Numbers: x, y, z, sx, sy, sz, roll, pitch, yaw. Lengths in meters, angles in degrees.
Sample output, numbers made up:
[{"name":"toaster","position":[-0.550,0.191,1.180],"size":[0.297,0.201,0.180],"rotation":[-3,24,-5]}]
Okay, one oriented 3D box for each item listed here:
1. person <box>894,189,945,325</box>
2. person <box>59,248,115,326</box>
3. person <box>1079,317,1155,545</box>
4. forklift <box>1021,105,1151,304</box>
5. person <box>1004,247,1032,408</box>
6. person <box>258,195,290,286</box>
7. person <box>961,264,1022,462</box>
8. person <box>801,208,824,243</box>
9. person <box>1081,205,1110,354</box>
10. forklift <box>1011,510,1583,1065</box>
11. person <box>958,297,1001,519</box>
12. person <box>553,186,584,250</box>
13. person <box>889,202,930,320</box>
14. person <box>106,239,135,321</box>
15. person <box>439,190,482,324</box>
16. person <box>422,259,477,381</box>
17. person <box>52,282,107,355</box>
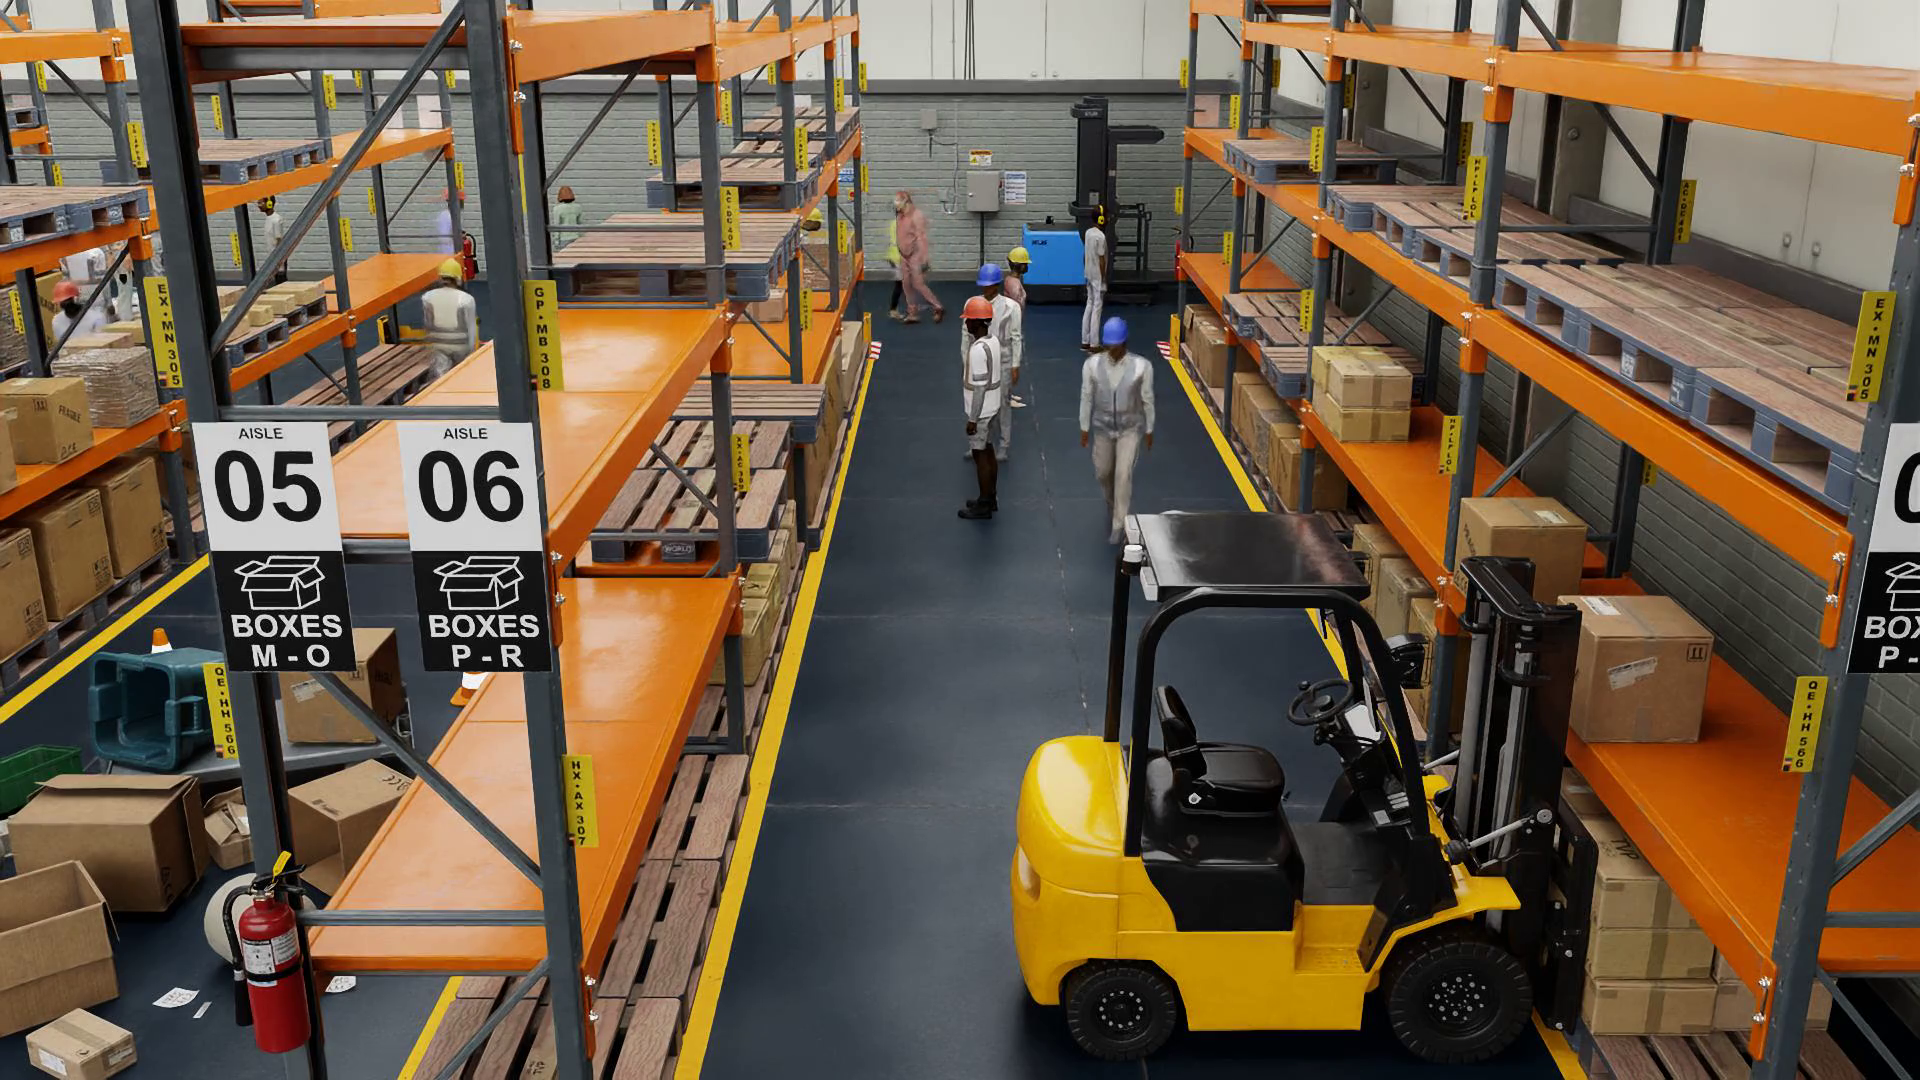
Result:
[{"name":"person","position":[-0.590,-3.871,22.786],"size":[0.632,1.871,0.669],"rotation":[-11,21,-30]},{"name":"person","position":[-10.203,-2.824,19.528],"size":[0.544,1.929,0.388],"rotation":[2,18,5]},{"name":"person","position":[1.326,-0.971,13.954],"size":[0.626,1.914,0.785],"rotation":[5,19,14]},{"name":"forklift","position":[1.857,-4.944,24.441],"size":[1.873,2.768,1.129],"rotation":[0,18,0]},{"name":"person","position":[0.615,-2.345,18.352],"size":[0.349,1.759,0.520],"rotation":[-2,18,-6]},{"name":"person","position":[-9.255,-3.792,22.571],"size":[0.335,1.859,0.508],"rotation":[-12,22,-32]},{"name":"person","position":[0.295,-1.719,16.155],"size":[0.616,1.942,0.406],"rotation":[7,20,20]},{"name":"person","position":[-1.922,-3.477,21.807],"size":[0.324,1.732,0.494],"rotation":[0,18,-1]},{"name":"person","position":[1.731,-3.299,21.053],"size":[0.310,1.868,0.533],"rotation":[-7,19,-19]},{"name":"forklift","position":[1.387,1.055,7.378],"size":[2.313,2.155,1.214],"rotation":[0,18,0]},{"name":"person","position":[0.161,-1.141,14.419],"size":[0.357,1.936,0.551],"rotation":[5,19,15]},{"name":"person","position":[-5.911,-4.529,25.153],"size":[0.495,1.625,0.282],"rotation":[-17,25,-42]},{"name":"person","position":[-0.678,-3.930,23.261],"size":[0.767,1.667,0.550],"rotation":[-7,20,-21]},{"name":"person","position":[-10.974,-3.592,21.843],"size":[0.370,1.929,0.585],"rotation":[-6,19,-17]},{"name":"person","position":[-6.917,-3.834,22.588],"size":[0.565,1.917,0.662],"rotation":[16,24,40]},{"name":"person","position":[-5.306,-2.030,17.376],"size":[0.583,1.779,0.976],"rotation":[0,18,1]},{"name":"person","position":[-8.703,-1.716,16.528],"size":[0.563,1.698,0.878],"rotation":[-1,18,-4]}]
